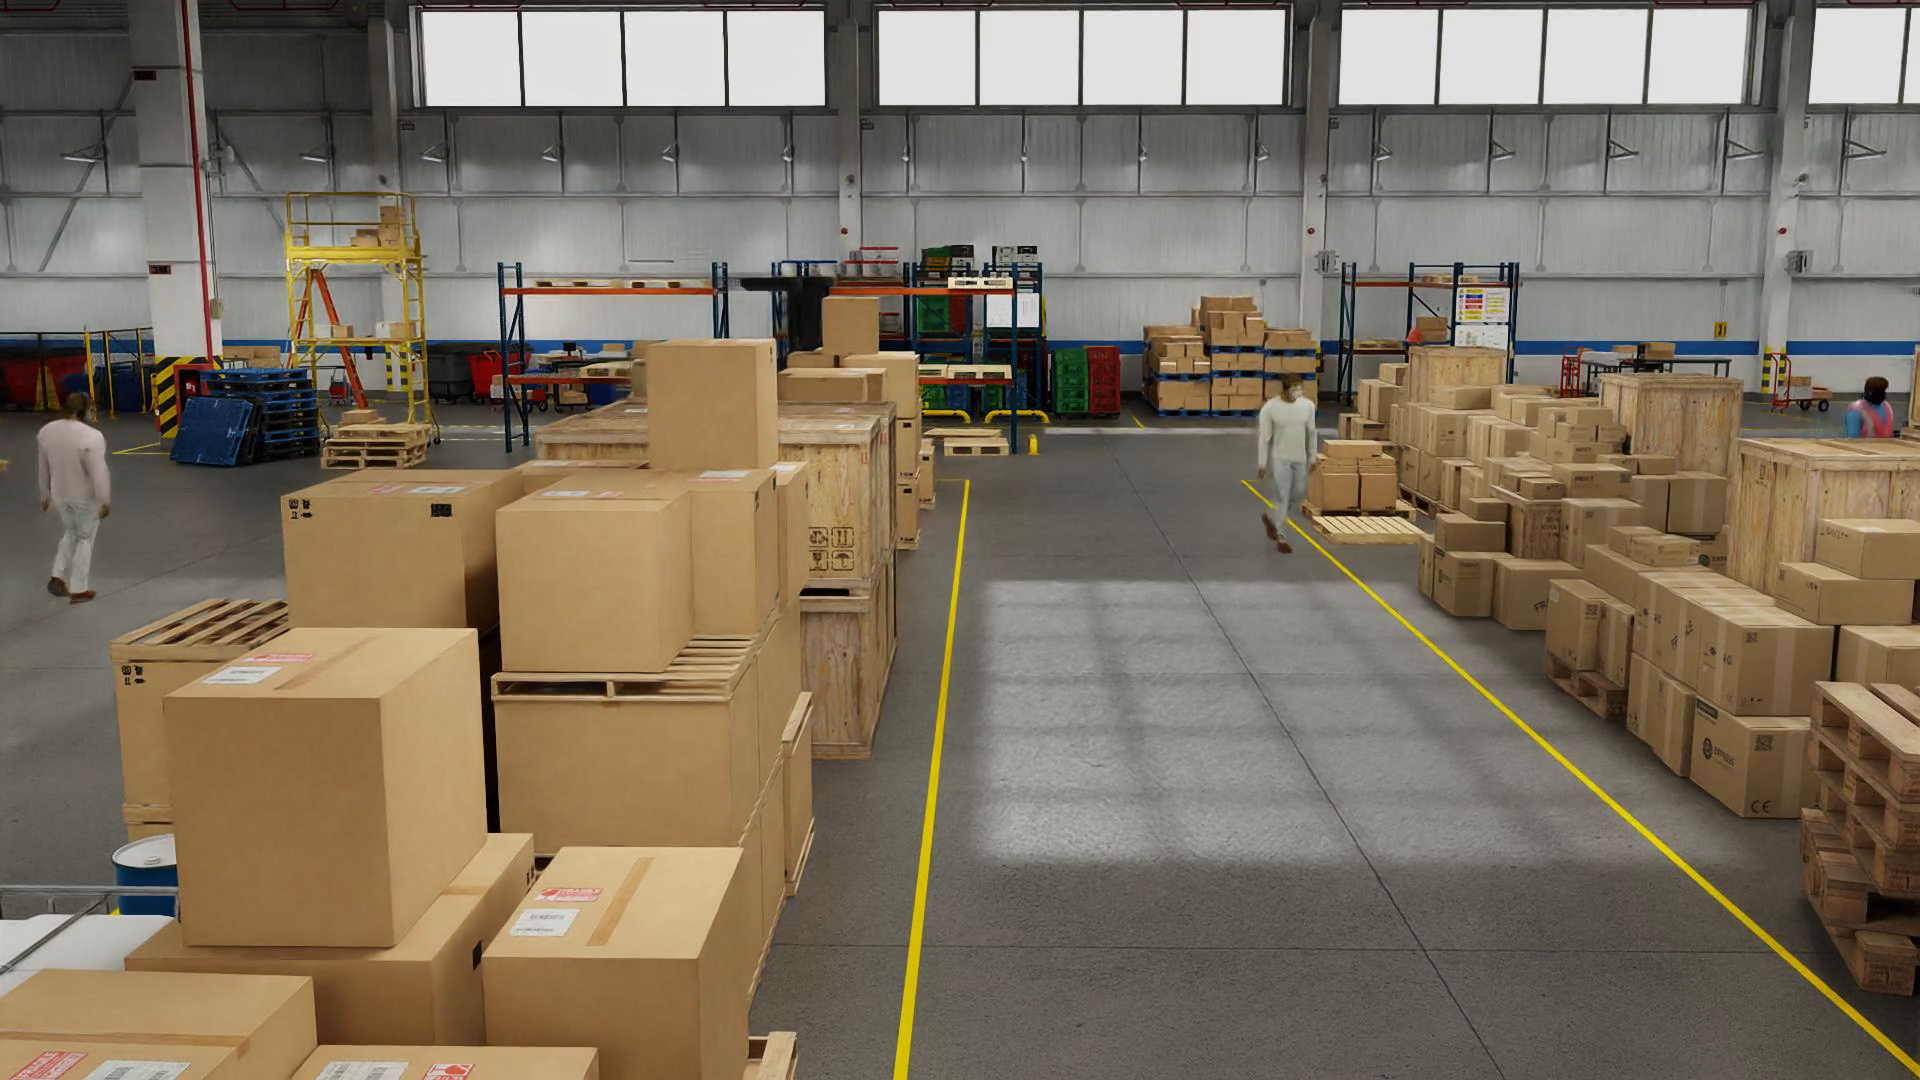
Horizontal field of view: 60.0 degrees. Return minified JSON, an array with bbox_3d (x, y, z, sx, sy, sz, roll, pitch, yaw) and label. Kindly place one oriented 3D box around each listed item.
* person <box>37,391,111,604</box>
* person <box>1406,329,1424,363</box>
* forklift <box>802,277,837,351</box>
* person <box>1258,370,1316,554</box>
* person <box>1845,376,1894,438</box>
[{"bbox_3d":[-7.830,-0.374,14.790,0.666,1.905,0.431,2,10,10],"label":"person"},{"bbox_3d":[7.282,-2.410,26.797,0.624,1.963,0.724,1,9,3],"label":"person"},{"bbox_3d":[-2.035,-2.401,24.017,1.873,2.768,1.129,0,9,1],"label":"forklift"},{"bbox_3d":[3.443,-0.854,17.645,0.645,1.911,0.821,-3,10,-18],"label":"person"},{"bbox_3d":[9.814,-0.852,17.906,0.651,1.818,0.491,-4,10,-24],"label":"person"}]
